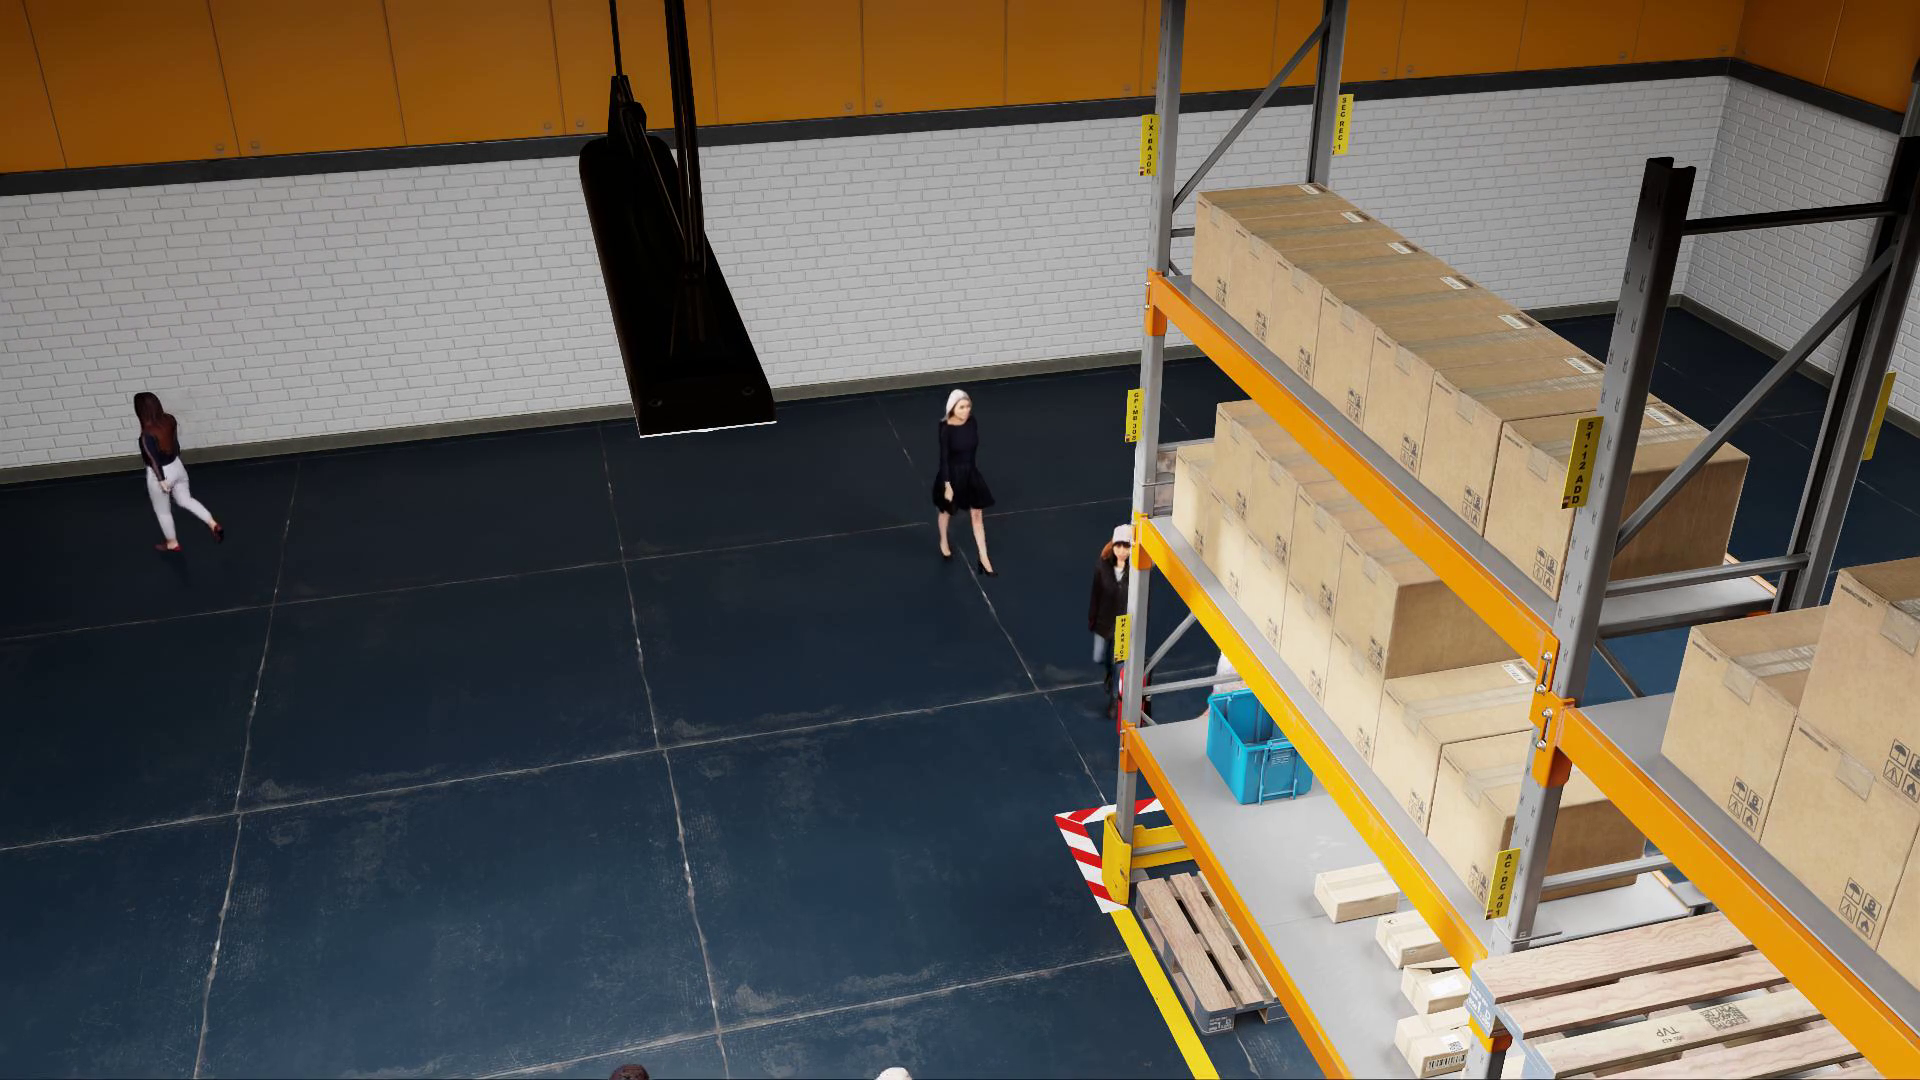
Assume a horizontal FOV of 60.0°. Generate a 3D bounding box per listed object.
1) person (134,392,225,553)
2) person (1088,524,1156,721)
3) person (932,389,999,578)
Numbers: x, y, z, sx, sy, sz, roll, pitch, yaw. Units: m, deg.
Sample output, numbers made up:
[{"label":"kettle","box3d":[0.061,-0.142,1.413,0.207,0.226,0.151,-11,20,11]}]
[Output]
[{"label":"person","box3d":[-7.007,-0.578,14.819,0.934,1.588,0.971,6,29,11]},{"label":"person","box3d":[1.217,0.576,12.666,0.806,1.624,0.864,9,30,17]},{"label":"person","box3d":[-0.066,-0.540,14.615,0.863,1.716,1.108,-20,34,-31]}]
